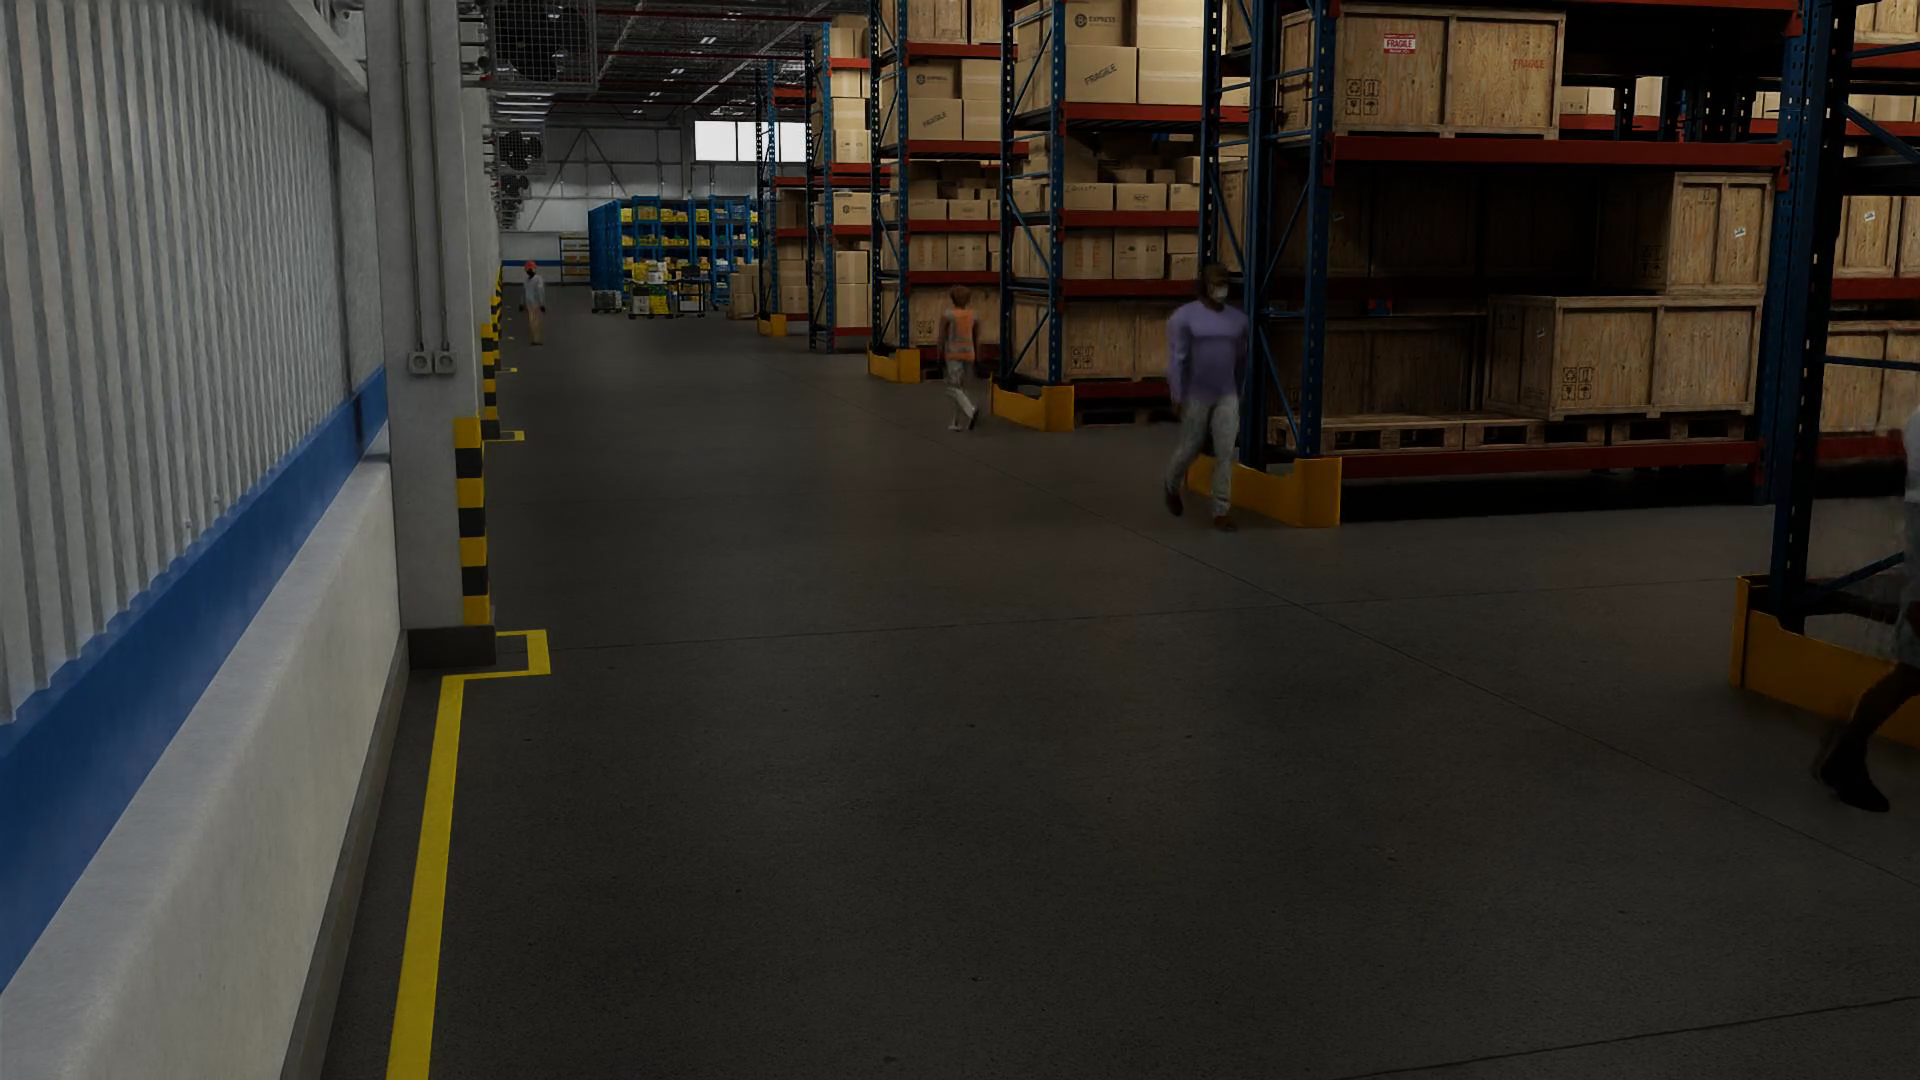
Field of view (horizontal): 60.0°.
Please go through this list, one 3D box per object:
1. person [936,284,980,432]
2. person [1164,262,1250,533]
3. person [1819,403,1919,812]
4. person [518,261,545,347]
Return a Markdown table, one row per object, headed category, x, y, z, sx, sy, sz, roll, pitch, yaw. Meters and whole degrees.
| category | x | y | z | sx | sy | sz | roll | pitch | yaw |
| --- | --- | --- | --- | --- | --- | --- | --- | --- | --- |
| person | 0.020 | -1.962 | 18.029 | 0.524 | 1.622 | 0.588 | -7 | 12 | -35 |
| person | 1.766 | -1.035 | 11.975 | 0.642 | 1.917 | 0.772 | -3 | 10 | -16 |
| person | 3.412 | 0.097 | 5.665 | 0.555 | 1.885 | 0.982 | -3 | 10 | -14 |
| person | -8.716 | -4.778 | 33.678 | 0.575 | 1.732 | 0.640 | 9 | 13 | 41 |
